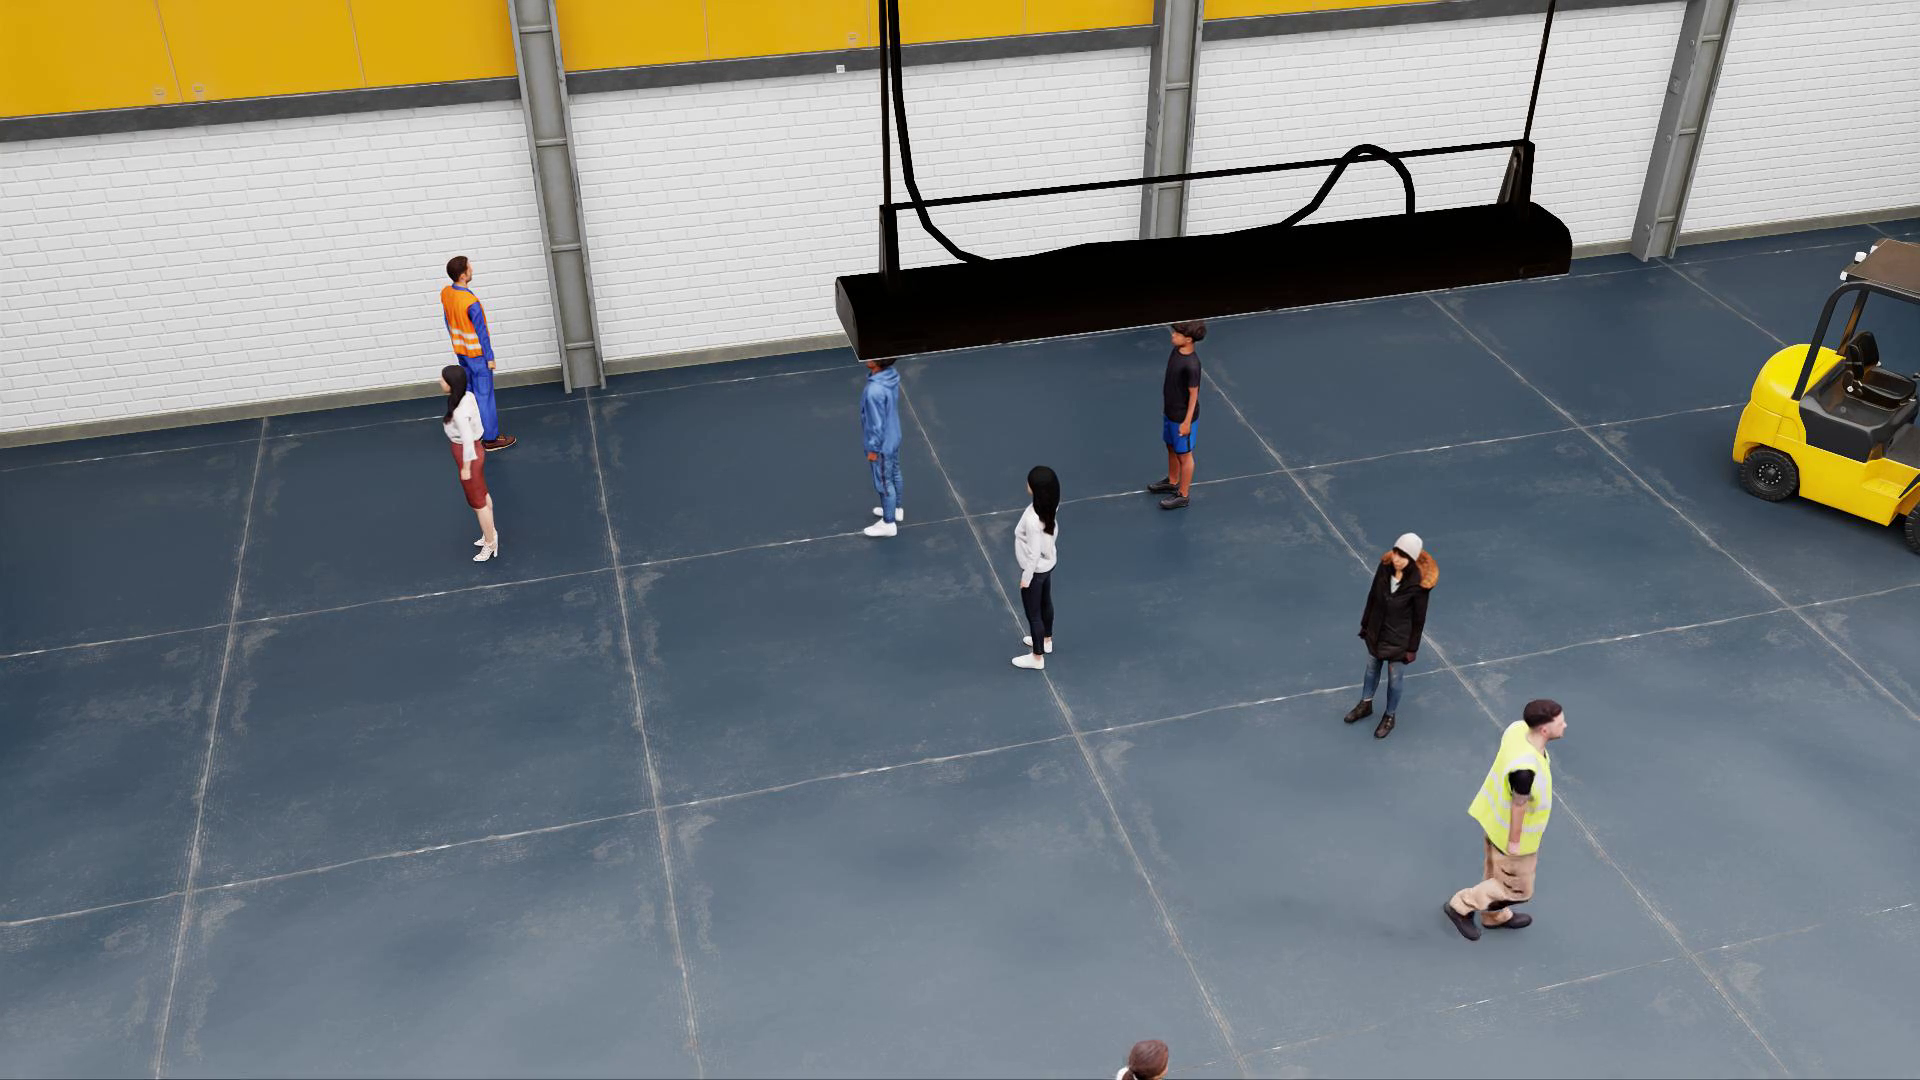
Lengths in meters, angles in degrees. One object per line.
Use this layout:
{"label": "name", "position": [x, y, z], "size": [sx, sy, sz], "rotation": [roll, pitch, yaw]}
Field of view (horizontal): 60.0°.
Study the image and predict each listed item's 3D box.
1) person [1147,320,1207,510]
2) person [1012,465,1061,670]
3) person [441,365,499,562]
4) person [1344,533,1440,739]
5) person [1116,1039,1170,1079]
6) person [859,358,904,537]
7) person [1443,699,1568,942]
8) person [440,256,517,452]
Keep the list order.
{"label": "person", "position": [1.880, -1.107, 14.124], "size": [0.541, 1.797, 0.602], "rotation": [-9, 35, -13]}
{"label": "person", "position": [0.577, 0.190, 12.261], "size": [0.740, 1.701, 0.713], "rotation": [11, 35, 16]}
{"label": "person", "position": [-3.960, -0.629, 13.447], "size": [0.530, 1.750, 0.612], "rotation": [-5, 34, -8]}
{"label": "person", "position": [3.020, 0.647, 11.634], "size": [0.756, 1.632, 0.735], "rotation": [-27, 42, -34]}
{"label": "person", "position": [0.857, 3.002, 8.160], "size": [0.611, 1.556, 0.583], "rotation": [-22, 39, -29]}
{"label": "person", "position": [-0.639, -0.869, 13.756], "size": [0.739, 1.808, 0.756], "rotation": [8, 34, 11]}
{"label": "person", "position": [3.234, 1.676, 9.902], "size": [0.956, 1.836, 0.887], "rotation": [7, 34, 10]}
{"label": "person", "position": [-4.375, -1.685, 14.934], "size": [0.796, 1.864, 0.816], "rotation": [24, 41, 32]}
